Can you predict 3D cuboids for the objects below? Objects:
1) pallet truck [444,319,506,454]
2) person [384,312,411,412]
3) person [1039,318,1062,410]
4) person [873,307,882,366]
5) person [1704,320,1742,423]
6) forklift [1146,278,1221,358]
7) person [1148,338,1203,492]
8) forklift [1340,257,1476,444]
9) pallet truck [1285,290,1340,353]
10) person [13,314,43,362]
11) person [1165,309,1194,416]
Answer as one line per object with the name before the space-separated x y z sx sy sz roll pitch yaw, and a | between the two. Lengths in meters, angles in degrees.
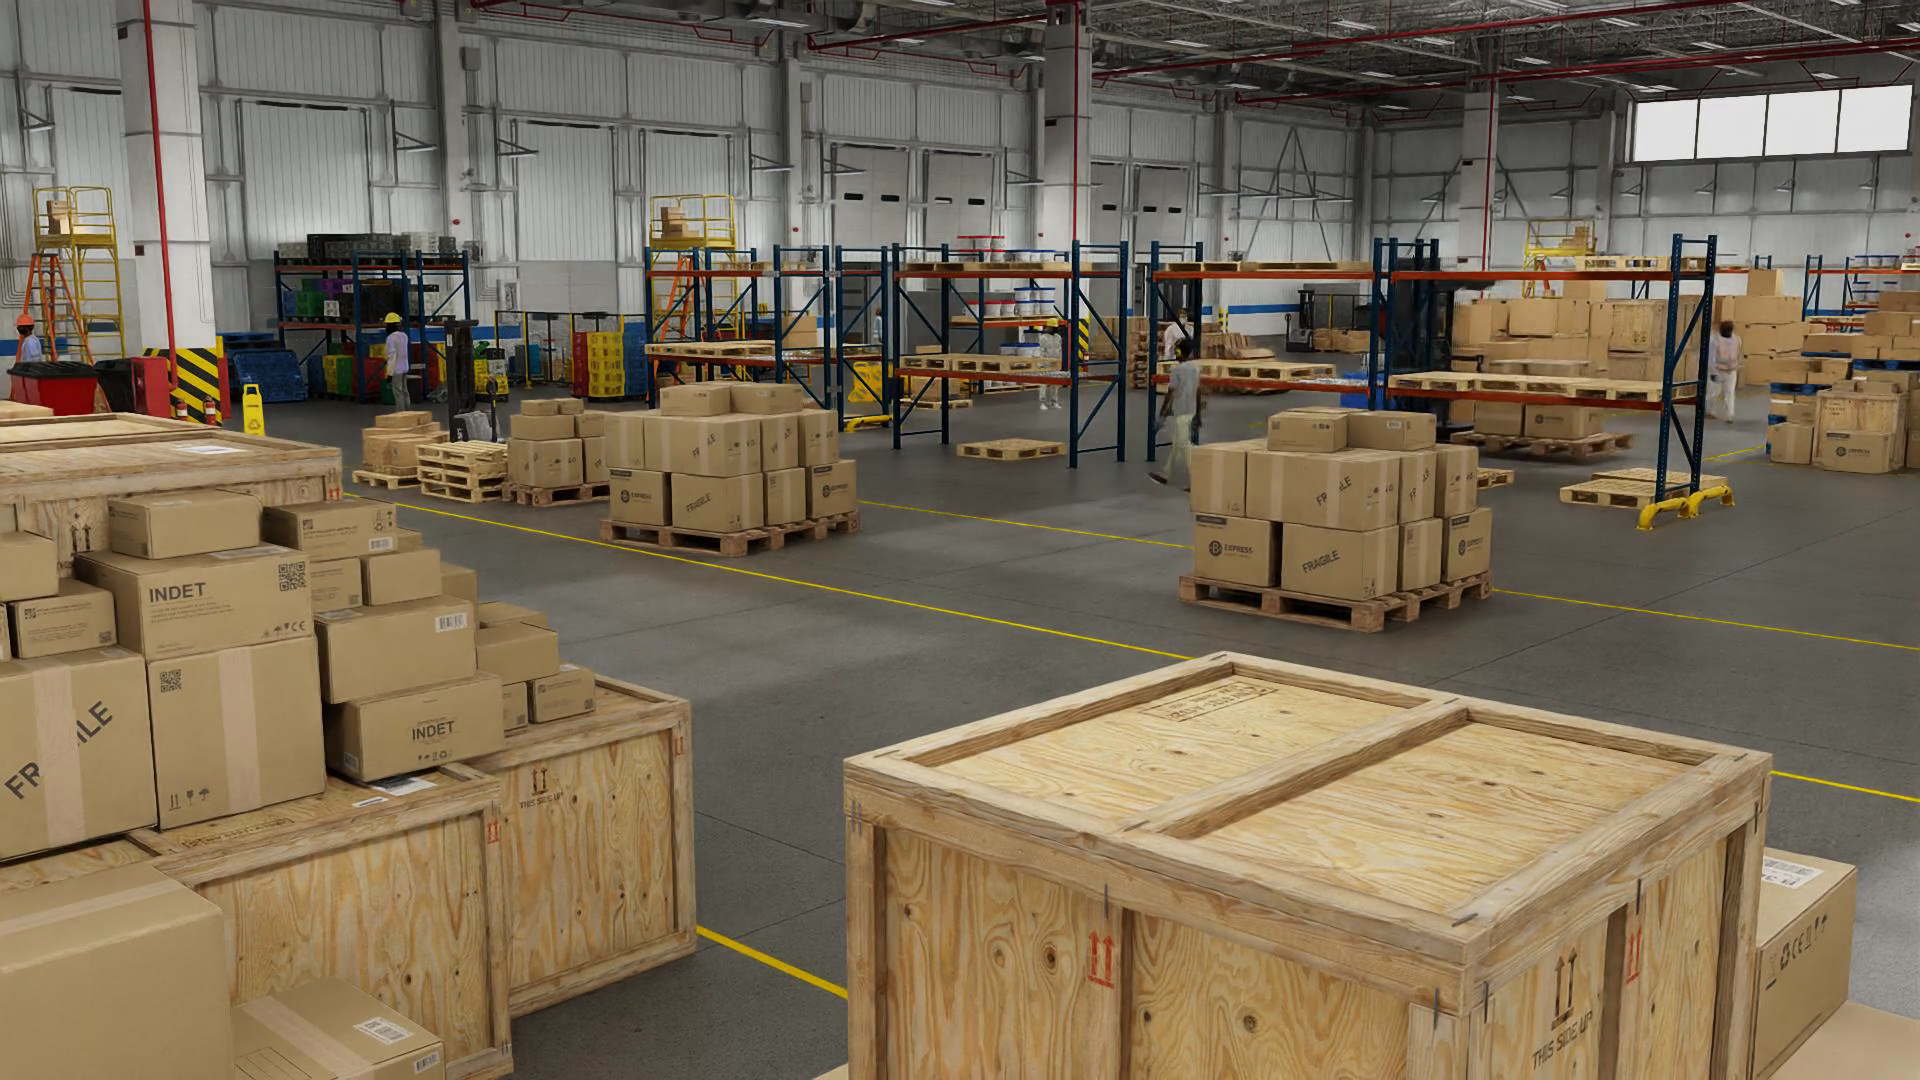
pallet truck | -6.981 -1.942 22.150 1.885 1.965 0.823 1 9 9
person | -9.457 -2.848 27.921 0.369 1.928 0.586 1 9 6
person | 1.731 -3.331 31.475 0.490 1.735 0.323 -5 11 -30
person | -2.151 -5.389 44.410 0.323 1.631 0.523 0 9 -2
person | 13.248 -2.942 28.928 0.640 1.798 0.779 0 9 2
forklift | 6.369 -6.425 46.935 1.873 2.768 1.129 9 13 43
person | 2.579 -1.487 19.907 0.946 1.828 0.516 8 13 42
forklift | 6.776 -2.840 24.959 1.873 2.768 1.129 9 13 43
pallet truck | 11.297 -6.951 52.861 1.885 1.965 0.823 -5 11 -29
person | -14.778 -2.616 26.466 0.376 1.939 0.547 -5 11 -30
person | 3.992 -3.220 30.166 0.635 1.937 0.354 -5 10 -28
